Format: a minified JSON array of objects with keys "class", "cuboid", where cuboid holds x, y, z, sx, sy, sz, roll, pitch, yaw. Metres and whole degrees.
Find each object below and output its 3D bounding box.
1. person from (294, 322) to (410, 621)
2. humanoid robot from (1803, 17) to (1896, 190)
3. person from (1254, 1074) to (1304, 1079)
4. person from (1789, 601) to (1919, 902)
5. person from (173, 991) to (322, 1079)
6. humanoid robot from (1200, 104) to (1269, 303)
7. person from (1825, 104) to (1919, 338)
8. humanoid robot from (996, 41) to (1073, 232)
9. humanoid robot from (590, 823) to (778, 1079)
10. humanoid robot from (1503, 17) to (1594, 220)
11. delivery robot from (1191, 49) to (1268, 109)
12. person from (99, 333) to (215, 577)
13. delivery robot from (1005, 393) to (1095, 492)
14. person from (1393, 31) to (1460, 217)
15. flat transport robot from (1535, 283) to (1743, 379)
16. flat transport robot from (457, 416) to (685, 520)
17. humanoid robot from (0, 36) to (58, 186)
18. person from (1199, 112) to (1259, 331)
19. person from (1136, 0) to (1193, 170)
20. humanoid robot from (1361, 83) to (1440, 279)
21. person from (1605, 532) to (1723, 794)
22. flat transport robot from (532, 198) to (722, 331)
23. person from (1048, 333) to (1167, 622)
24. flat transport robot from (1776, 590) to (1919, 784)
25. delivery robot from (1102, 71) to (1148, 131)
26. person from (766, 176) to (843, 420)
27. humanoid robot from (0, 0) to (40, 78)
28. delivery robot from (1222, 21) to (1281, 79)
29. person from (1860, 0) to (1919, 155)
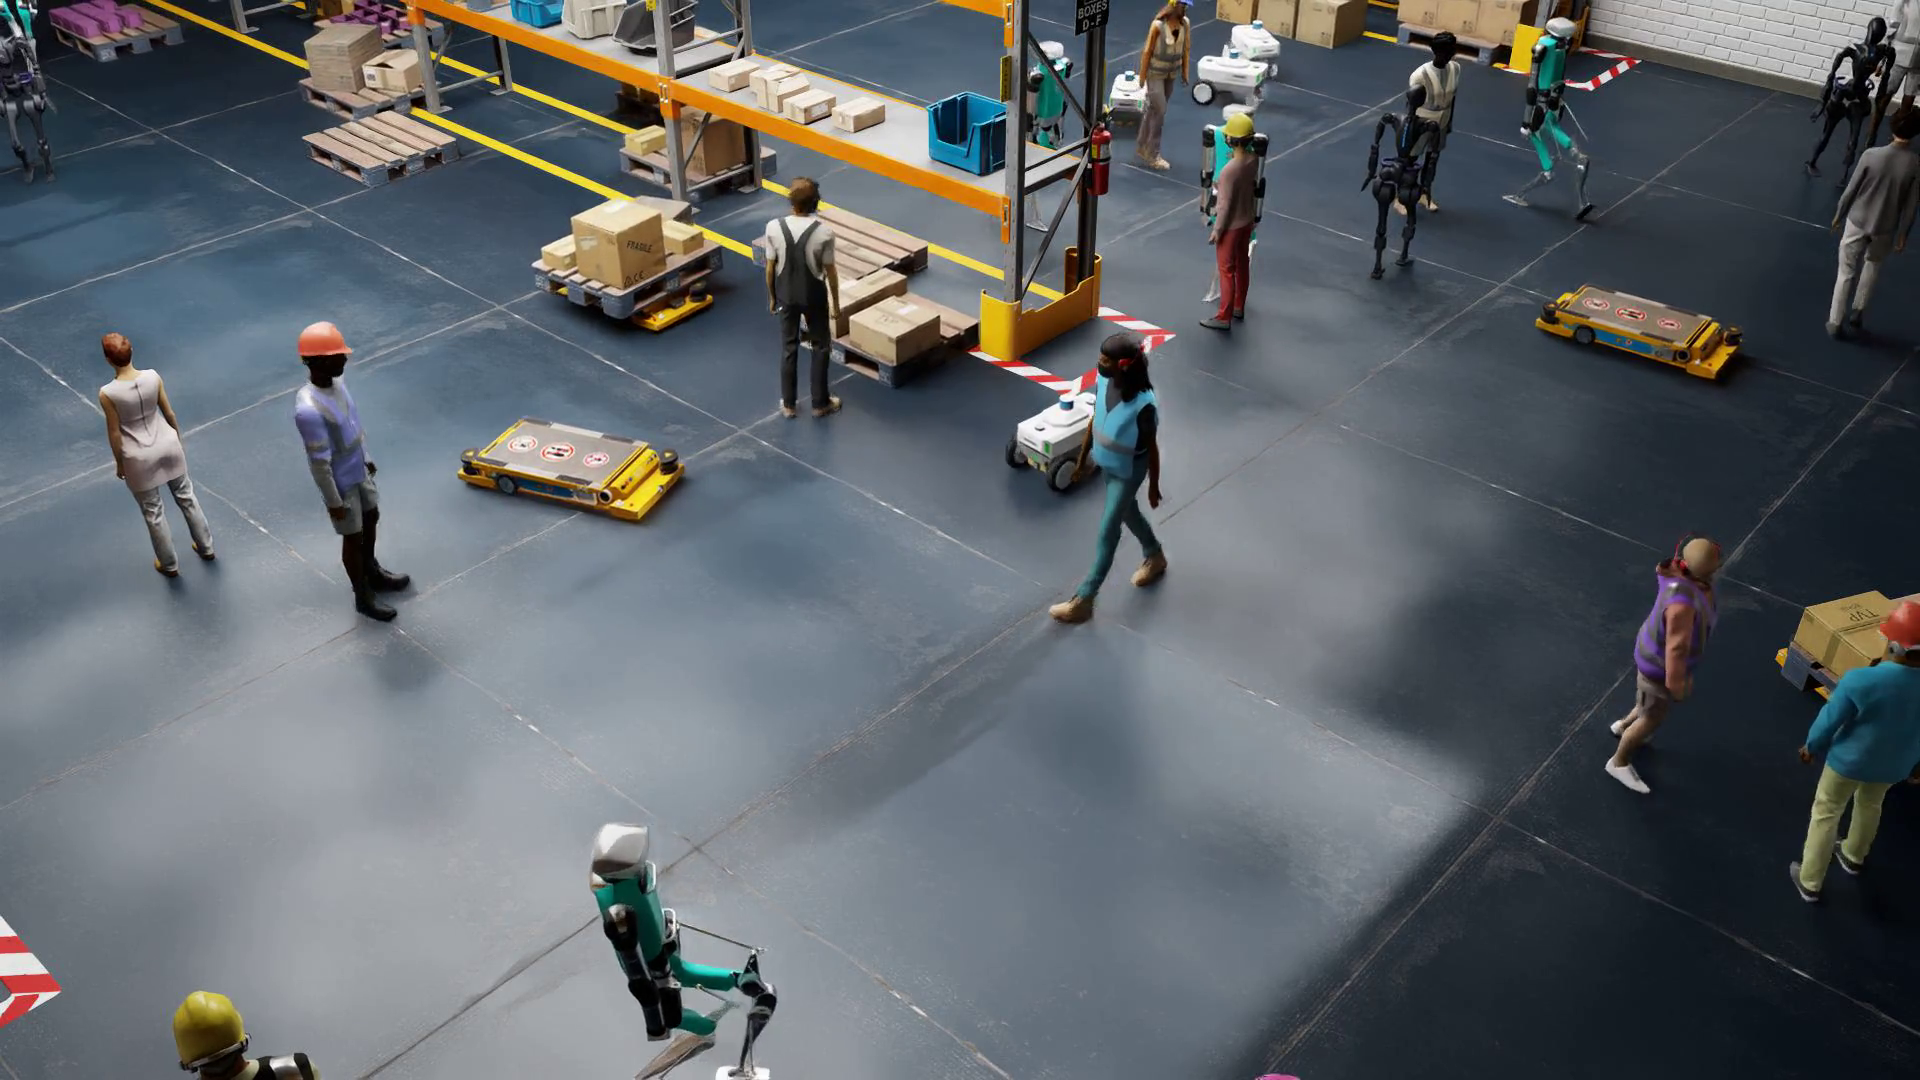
[{"class":"person","cuboid":[-3.669,-0.389,9.924,0.364,1.919,0.585,2,35,2]},{"class":"humanoid robot","cuboid":[8.327,-4.097,15.535,0.613,1.625,0.768,3,35,4]},{"class":"person","cuboid":[0.848,2.559,5.646,0.704,1.938,0.351,-23,41,-29]},{"class":"person","cuboid":[4.400,1.012,8.072,0.576,1.725,0.499,3,35,4]},{"class":"person","cuboid":[-2.534,2.324,6.084,0.595,1.821,0.403,-14,37,-20]},{"class":"humanoid robot","cuboid":[2.243,-2.718,13.447,0.531,1.770,0.756,16,38,22]},{"class":"person","cuboid":[7.130,-2.479,12.983,0.534,1.877,0.495,13,37,18]},{"class":"humanoid robot","cuboid":[0.550,-3.543,14.728,0.835,1.862,0.548,27,43,33]},{"class":"humanoid robot","cuboid":[-1.104,1.815,6.896,0.997,1.729,0.587,-5,35,-7]},{"class":"humanoid robot","cuboid":[5.475,-3.727,14.924,0.531,1.770,0.957,-26,42,-32]},{"class":"delivery robot","cuboid":[2.876,-4.909,17.666,0.793,0.590,0.499,14,37,20]},{"class":"person","cuboid":[-5.042,-0.530,10.361,0.283,1.650,0.431,23,41,29]},{"class":"delivery robot","cuboid":[0.715,-0.720,11.611,0.781,0.605,0.499,-27,43,-34]},{"class":"person","cuboid":[4.229,-3.751,14.993,0.534,1.691,0.320,-16,38,-21]},{"class":"flat transport robot","cuboid":[5.407,-1.684,13.250,1.431,0.231,0.659,24,41,30]},{"class":"flat transport robot","cuboid":[-2.703,-0.508,11.547,1.431,0.231,0.659,12,36,17]},{"class":"humanoid robot","cuboid":[-8.821,-4.148,15.586,0.589,1.648,0.377,-13,37,-18]},{"class":"person","cuboid":[2.144,-2.508,13.125,0.314,1.769,0.523,24,41,30]},{"class":"person","cuboid":[1.967,-4.442,15.945,0.496,1.735,0.646,-23,41,-29]},{"class":"humanoid robot","cuboid":[3.684,-3.033,13.969,0.591,1.650,0.496,14,37,19]},{"class":"person","cuboid":[3.697,0.626,8.690,0.351,1.668,0.584,18,38,24]},{"class":"flat transport robot","cuboid":[-2.815,-2.119,13.880,1.431,0.231,0.659,22,40,29]},{"class":"person","cuboid":[0.966,-0.407,10.043,0.962,1.820,0.542,-20,39,-26]},{"class":"flat transport robot","cuboid":[5.400,0.973,9.400,0.659,0.231,1.431,-11,36,-16]},{"class":"delivery robot","cuboid":[1.724,-4.497,17.071,0.499,0.592,0.763,6,35,8]},{"class":"person","cuboid":[-1.119,-1.713,11.924,0.535,1.835,0.348,6,35,9]},{"class":"humanoid robot","cuboid":[-10.220,-5.828,17.944,0.533,1.712,0.955,-10,36,-14]},{"class":"delivery robot","cuboid":[3.268,-5.464,18.484,0.499,0.605,0.788,-8,35,-11]},{"class":"person","cuboid":[9.153,-4.624,16.058,0.547,1.924,0.387,13,37,18]}]
